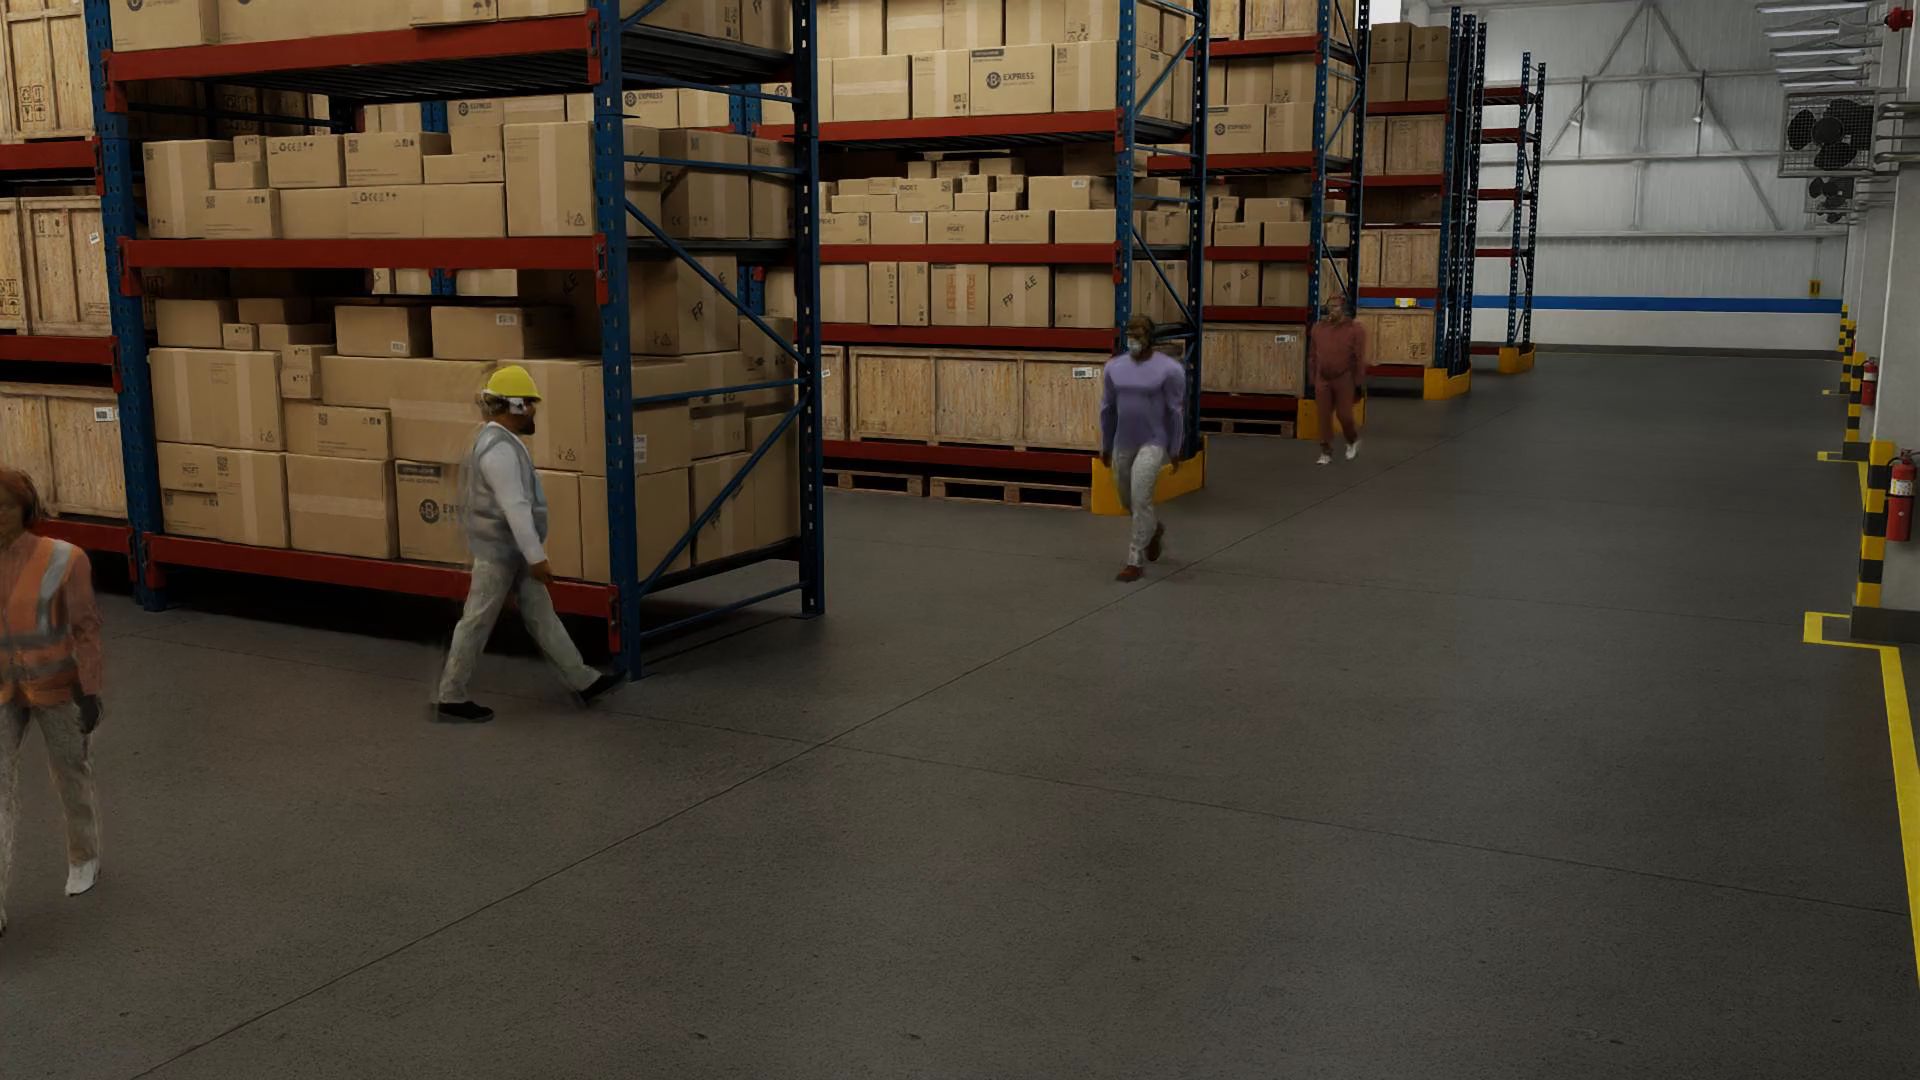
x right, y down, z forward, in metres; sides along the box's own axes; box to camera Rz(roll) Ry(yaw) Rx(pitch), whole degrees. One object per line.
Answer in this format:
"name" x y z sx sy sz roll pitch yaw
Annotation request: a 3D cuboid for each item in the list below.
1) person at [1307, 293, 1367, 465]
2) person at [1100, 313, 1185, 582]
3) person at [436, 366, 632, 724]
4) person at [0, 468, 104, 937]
"person" 4.151 -1.773 18.371 0.644 1.897 0.487 6 12 32
"person" 1.336 -0.689 12.059 0.637 1.916 0.849 6 11 31
"person" -2.181 0.031 8.278 0.978 1.761 0.616 -2 10 -10
"person" -3.251 0.554 5.759 0.539 1.593 0.871 -2 10 -13
